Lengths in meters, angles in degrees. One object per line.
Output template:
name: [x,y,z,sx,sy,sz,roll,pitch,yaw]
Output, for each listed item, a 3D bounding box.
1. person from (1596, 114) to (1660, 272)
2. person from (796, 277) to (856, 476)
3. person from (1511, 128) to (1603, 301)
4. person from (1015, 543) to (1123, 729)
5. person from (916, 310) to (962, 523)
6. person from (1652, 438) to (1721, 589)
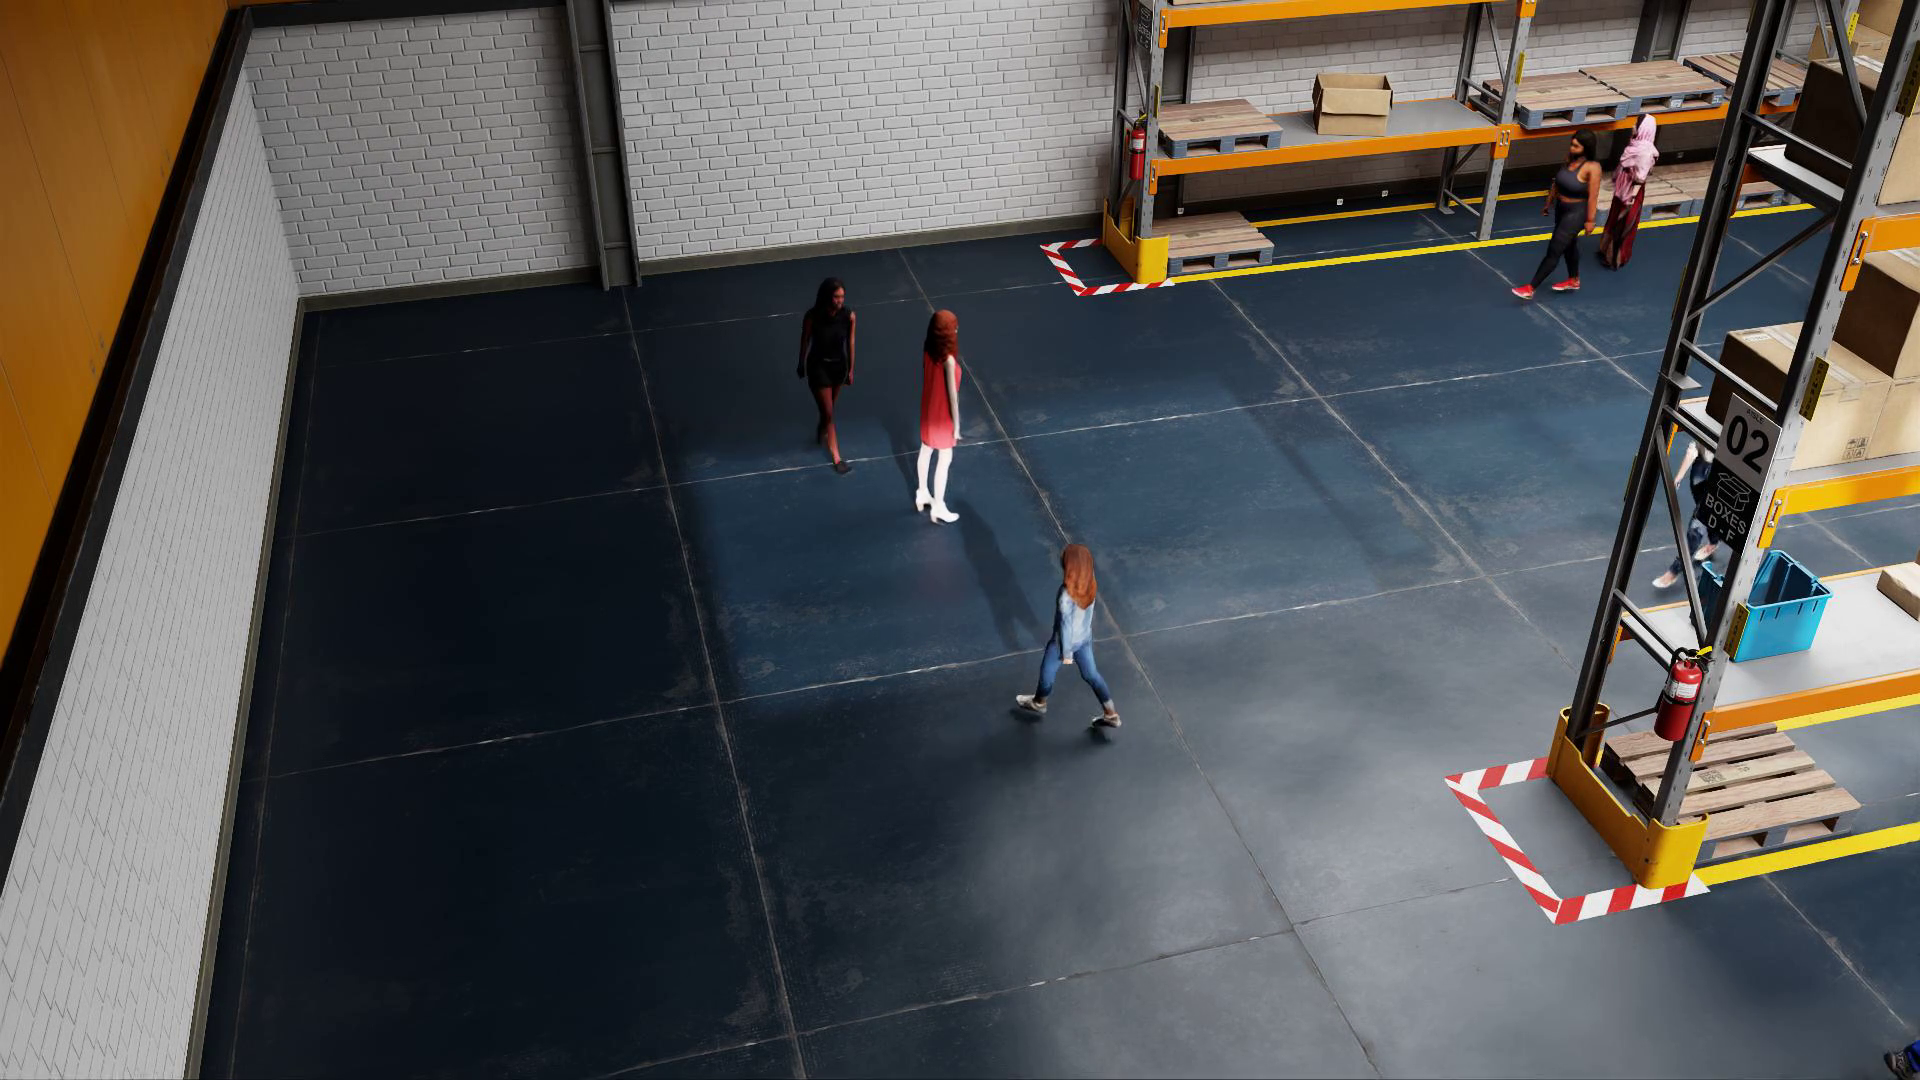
person: [7.004,-3.659,17.388,0.732,1.639,0.742,4,34,6]
person: [-1.137,-1.436,14.002,1.144,1.685,0.804,-12,35,-17]
person: [6.203,-3.259,16.668,1.121,1.771,0.722,-9,35,-13]
person: [0.819,0.663,11.055,1.015,1.451,0.994,21,39,28]
person: [-0.184,-0.981,13.195,0.621,1.820,0.647,-18,38,-25]
person: [5.735,-0.487,12.575,1.172,1.685,0.781,-18,38,-25]
